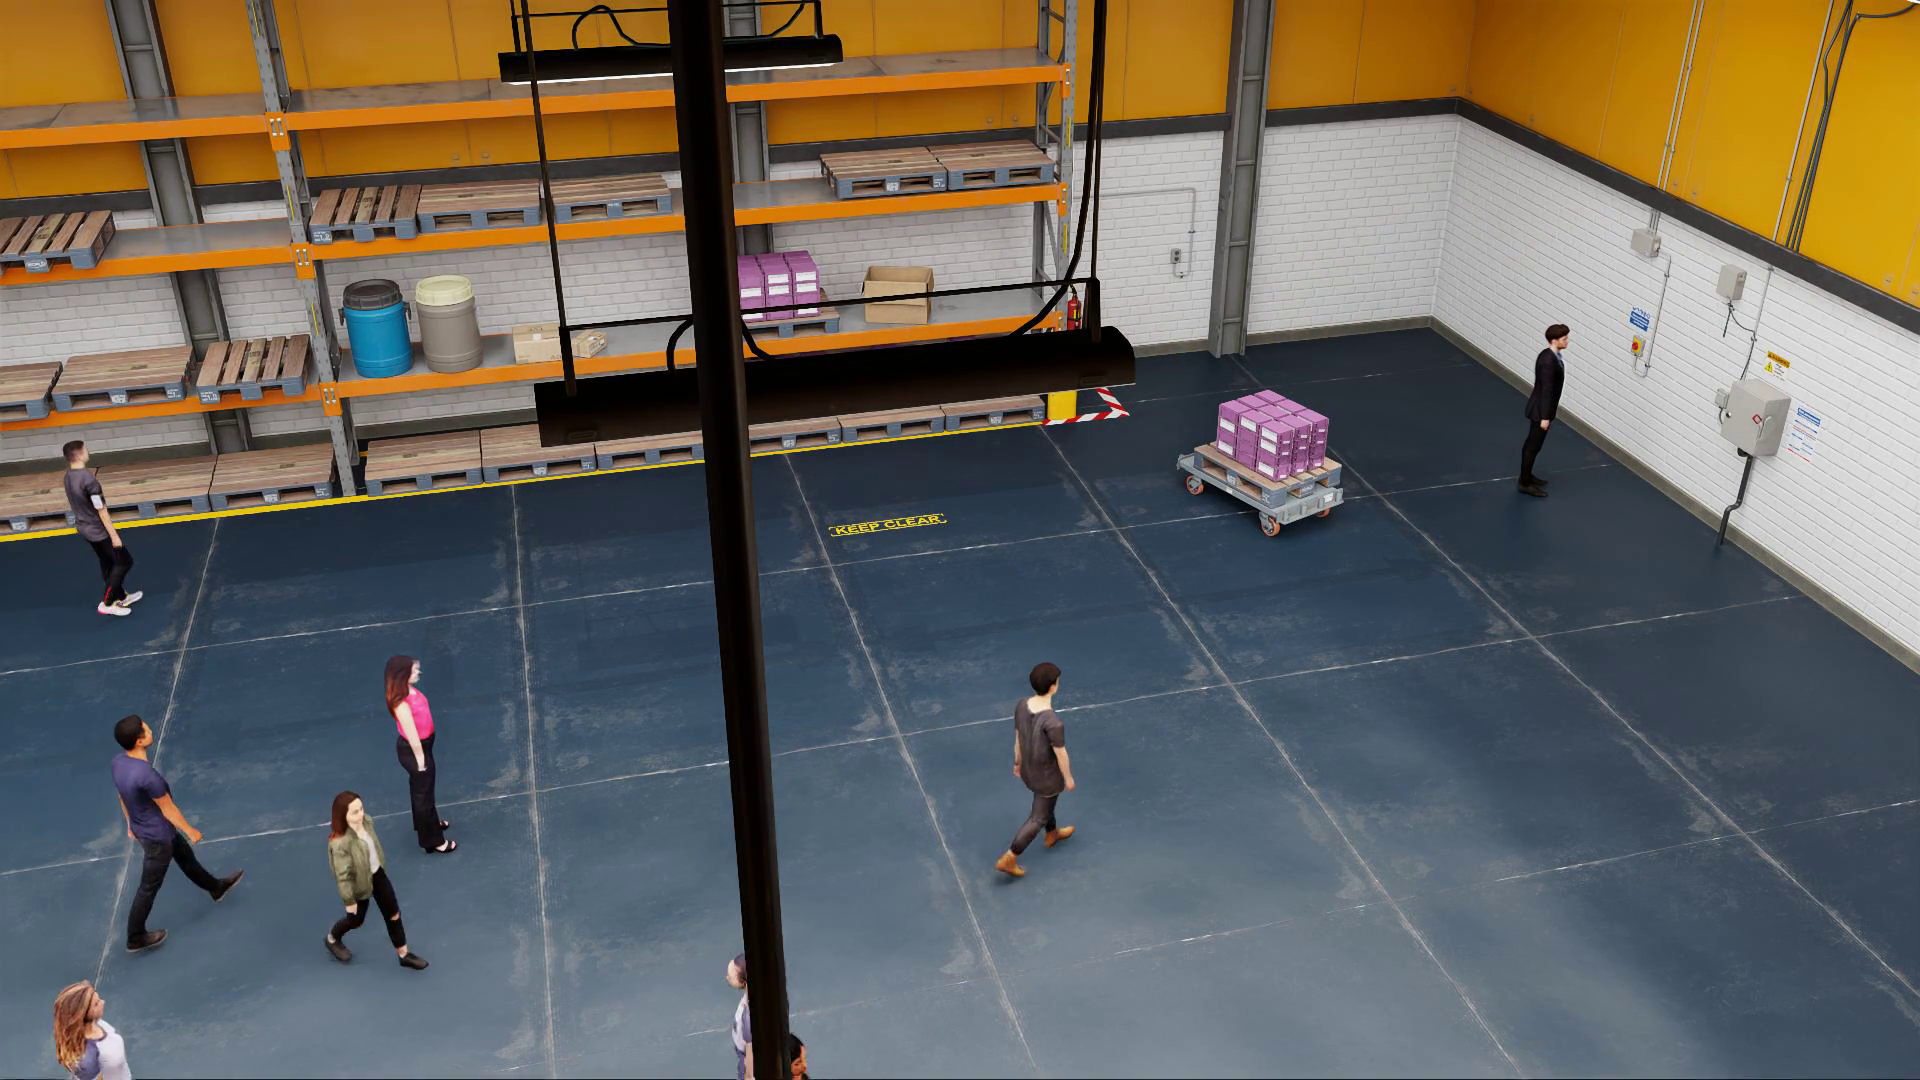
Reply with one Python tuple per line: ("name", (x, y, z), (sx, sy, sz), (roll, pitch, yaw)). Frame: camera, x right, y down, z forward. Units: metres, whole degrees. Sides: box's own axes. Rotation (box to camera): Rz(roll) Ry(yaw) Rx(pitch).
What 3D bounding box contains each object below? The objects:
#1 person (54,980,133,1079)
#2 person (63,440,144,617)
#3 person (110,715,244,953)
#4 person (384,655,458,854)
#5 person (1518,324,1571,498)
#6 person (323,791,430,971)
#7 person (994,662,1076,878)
("person", (-4.848, 3.205, 9.329), (0.932, 1.711, 0.619), (-10, 30, -17))
("person", (-7.965, -0.071, 15.285), (0.865, 1.757, 0.919), (21, 35, 33))
("person", (-5.601, 2.052, 11.409), (1.038, 1.742, 1.239), (24, 37, 37))
("person", (-4.032, 1.574, 12.368), (0.552, 1.663, 0.603), (-11, 30, -19))
("person", (6.153, -1.398, 17.575), (0.800, 1.894, 0.787), (9, 30, 15))
("person", (-4.093, 2.312, 11.240), (1.092, 1.448, 0.934), (9, 30, 16))
("person", (0.542, 1.694, 12.113), (1.133, 1.697, 0.841), (-17, 33, -28))
